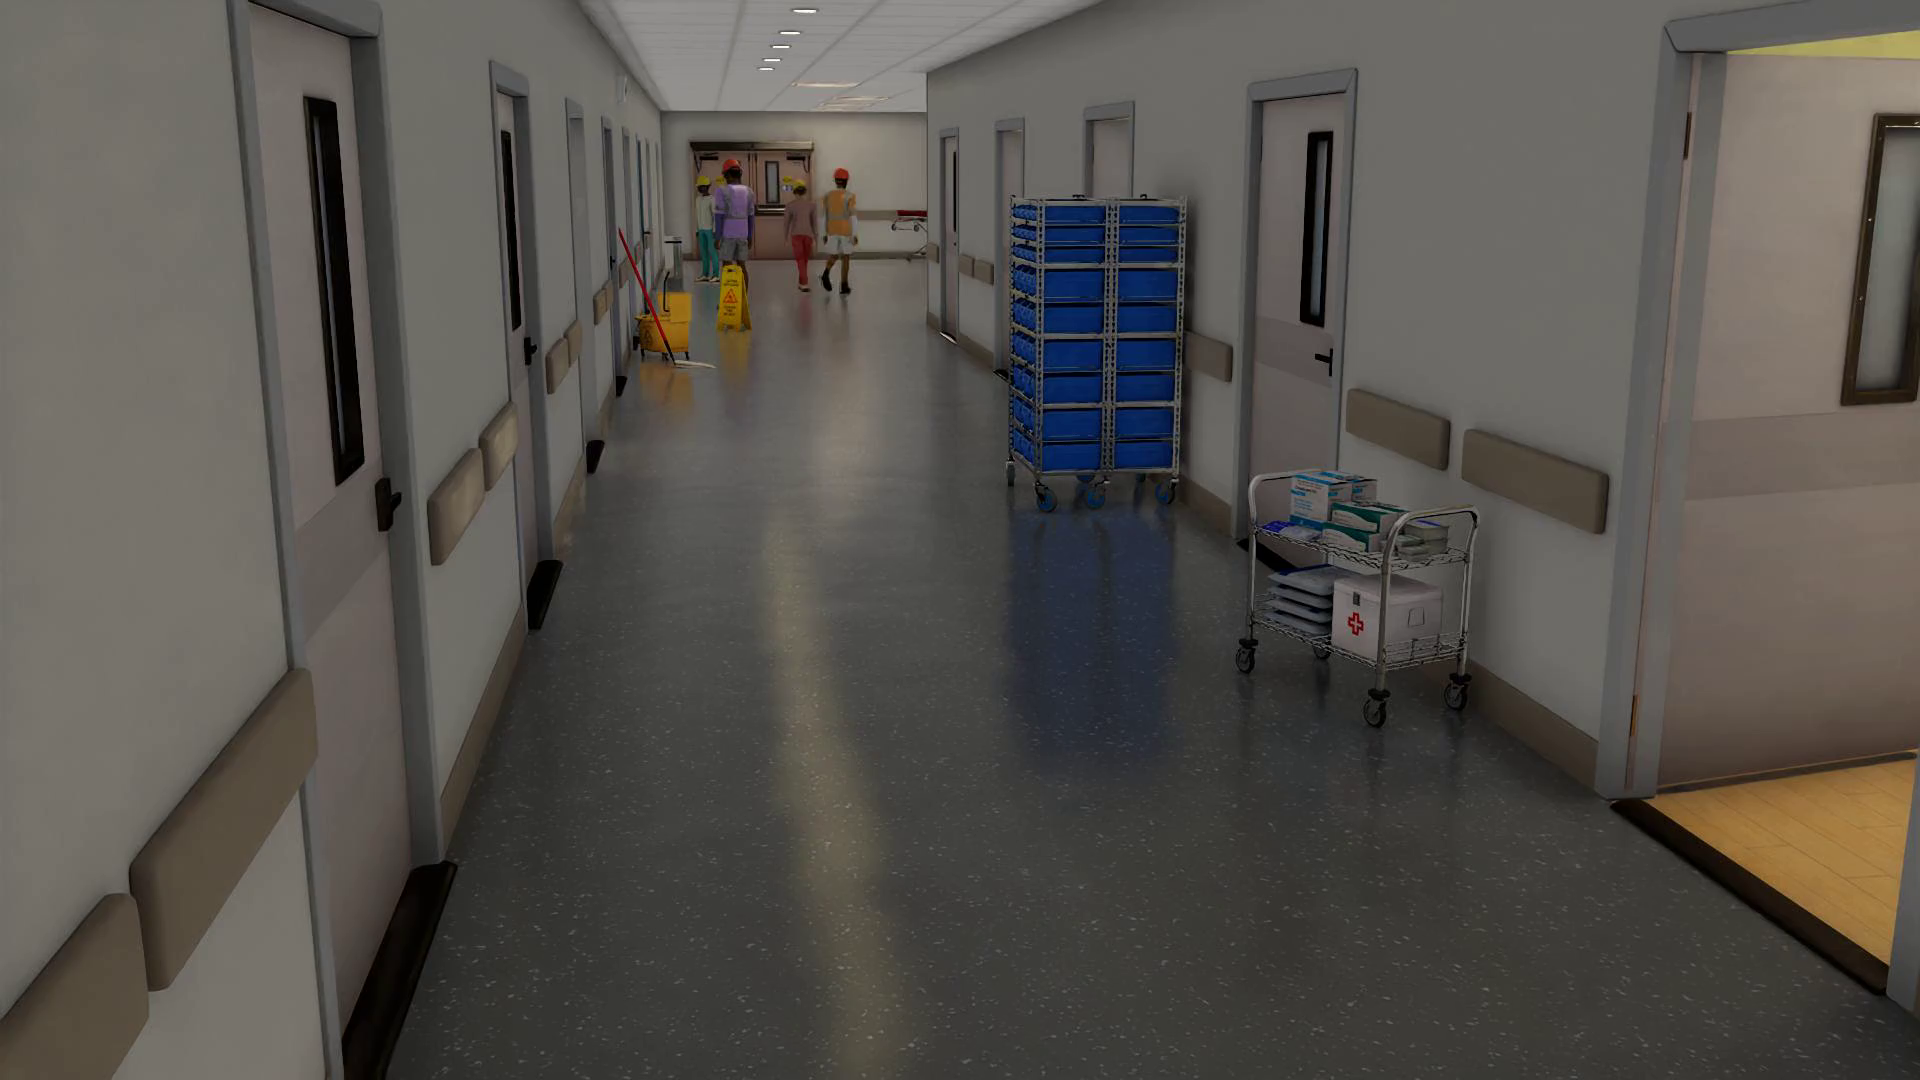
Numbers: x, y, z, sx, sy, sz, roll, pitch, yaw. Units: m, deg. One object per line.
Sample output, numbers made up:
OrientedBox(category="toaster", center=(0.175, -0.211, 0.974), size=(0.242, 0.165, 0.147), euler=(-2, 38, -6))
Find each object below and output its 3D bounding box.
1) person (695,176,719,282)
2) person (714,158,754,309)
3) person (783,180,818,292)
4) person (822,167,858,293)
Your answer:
OrientedBox(category="person", center=(-4.259, -5.206, 27.886), size=(0.528, 1.767, 0.329), euler=(11, 17, 41))
OrientedBox(category="person", center=(-3.081, -4.150, 22.608), size=(0.617, 2.030, 0.404), euler=(-11, 17, -41))
OrientedBox(category="person", center=(-2.487, -4.744, 25.948), size=(0.535, 1.717, 0.898), euler=(-6, 14, -24))
OrientedBox(category="person", center=(-1.853, -4.688, 25.266), size=(0.562, 1.916, 0.648), euler=(5, 14, 20))
